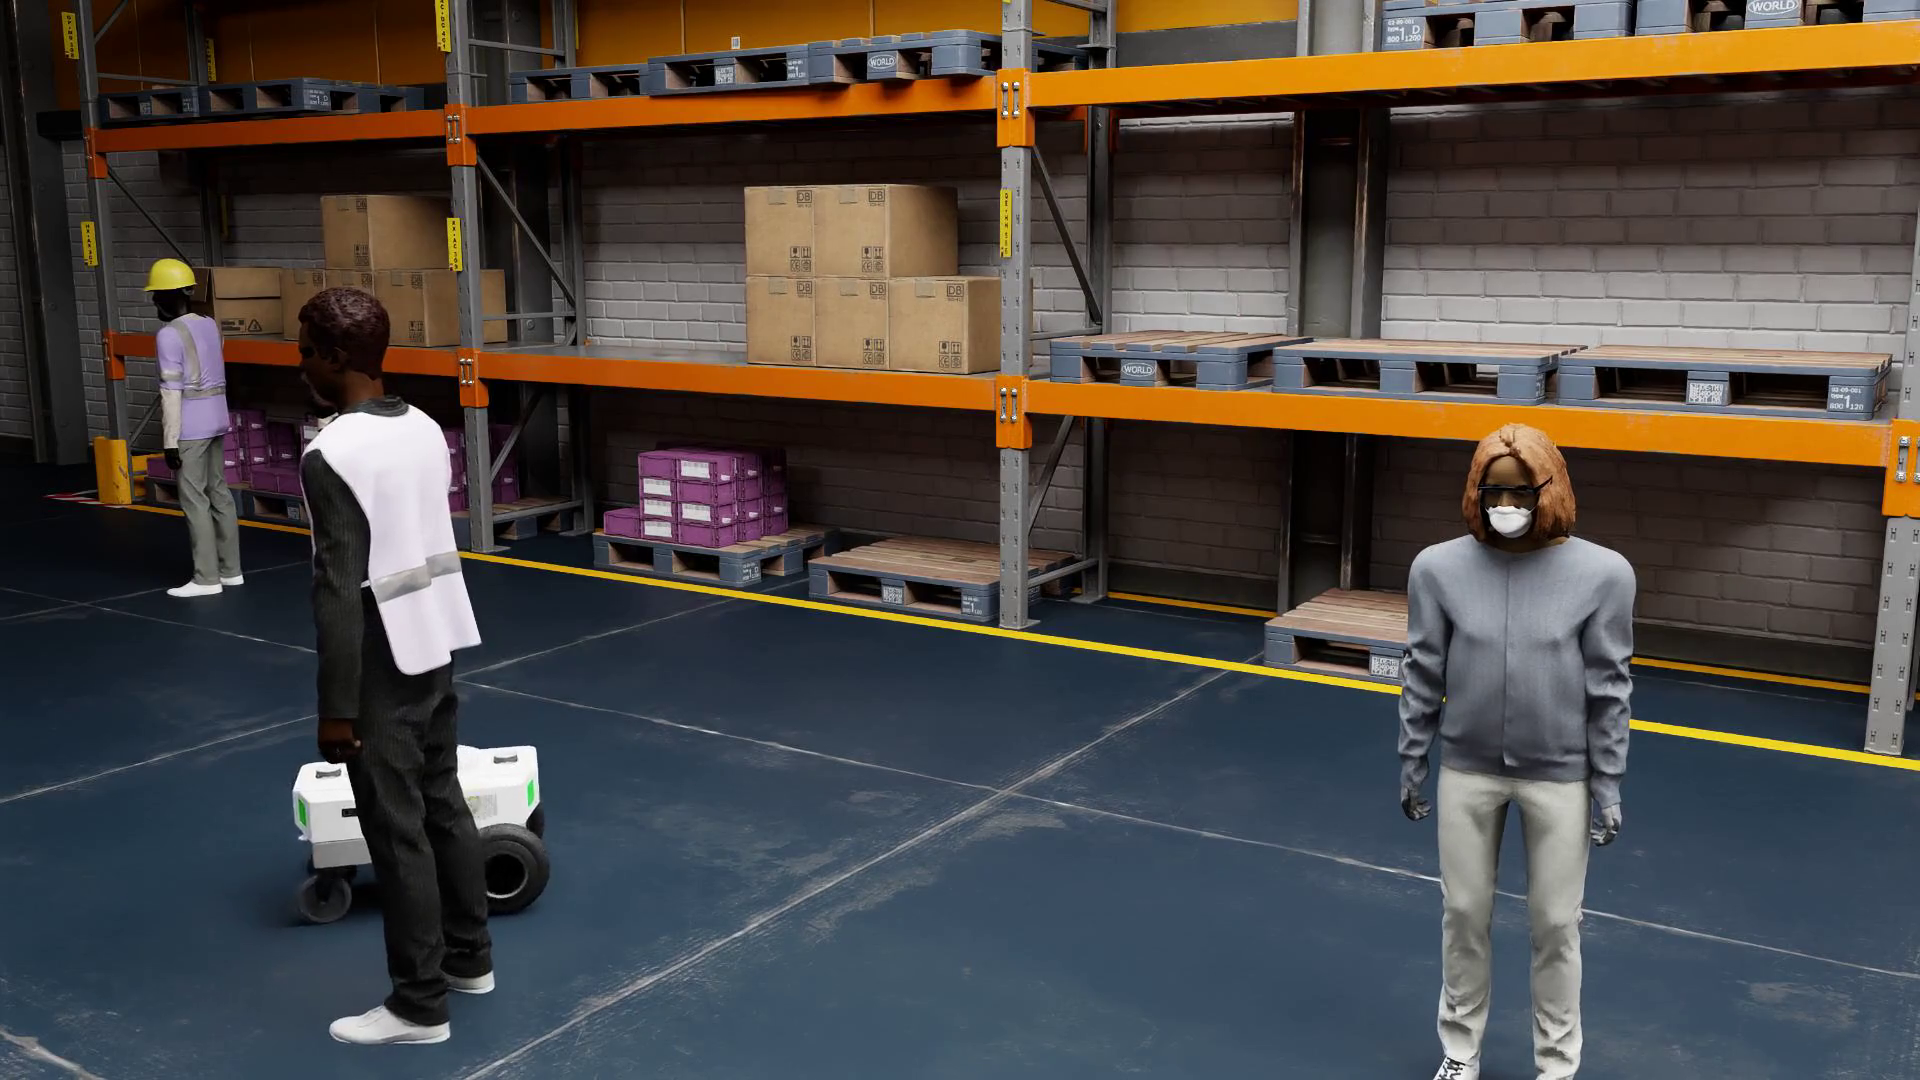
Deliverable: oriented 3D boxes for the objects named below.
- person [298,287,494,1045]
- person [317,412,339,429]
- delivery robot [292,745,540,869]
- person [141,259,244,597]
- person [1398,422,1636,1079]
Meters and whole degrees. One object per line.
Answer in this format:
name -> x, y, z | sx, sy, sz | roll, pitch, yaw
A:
person -> -1.440, 0.321, 4.231 | 0.408, 1.909, 0.592 | 1, 10, 7
person -> -3.734, -0.617, 10.204 | 0.284, 1.626, 0.492 | 4, 11, 23
delivery robot -> -1.657, 0.792, 5.098 | 0.707, 0.478, 0.477 | -3, 11, -15
person -> -4.391, -0.633, 9.491 | 0.398, 1.919, 0.592 | 1, 10, 5
person -> 1.244, 0.543, 3.782 | 0.503, 1.622, 0.299 | 5, 11, 25
